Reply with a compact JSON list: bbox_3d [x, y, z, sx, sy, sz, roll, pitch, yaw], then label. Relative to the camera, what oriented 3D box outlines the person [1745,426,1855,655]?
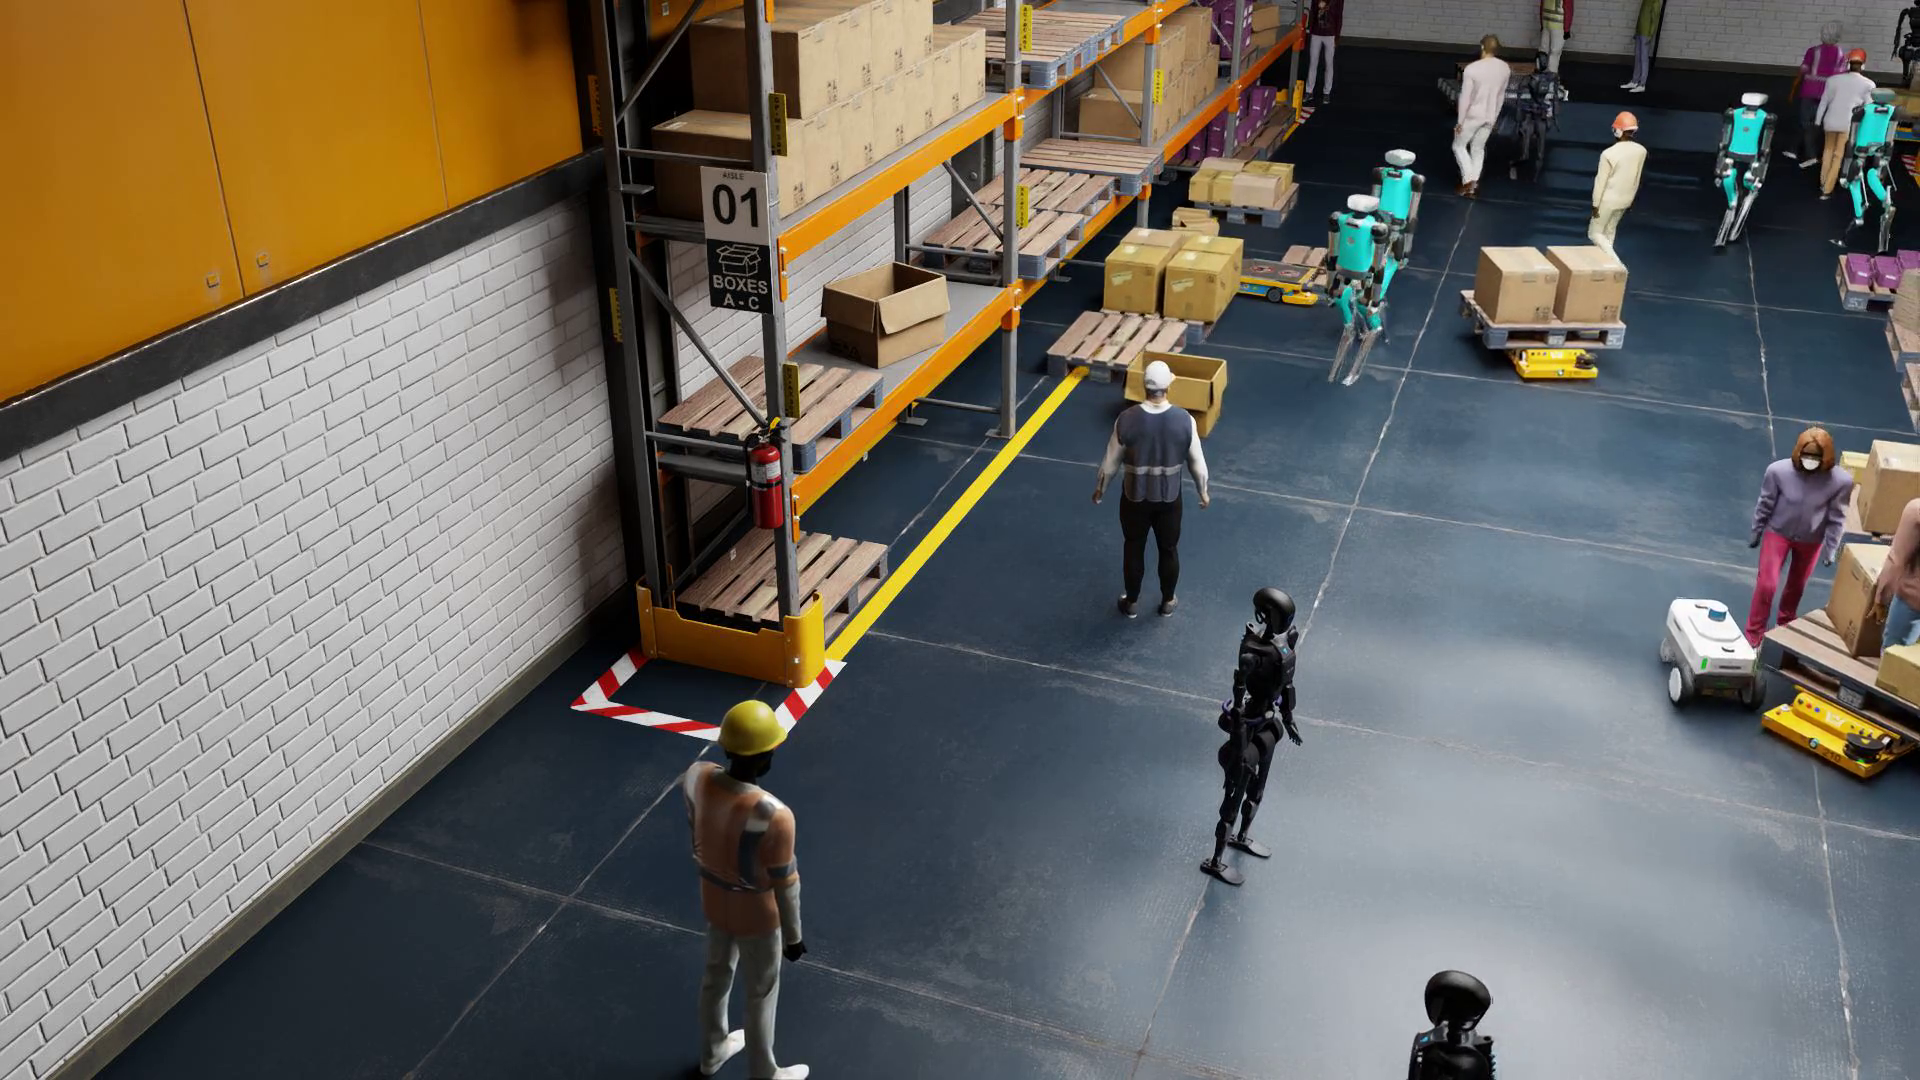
[{"bbox_3d":[5.172,-0.001,10.314,0.502,1.581,0.602,11,29,20],"label":"person"}]

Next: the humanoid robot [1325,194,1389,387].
[{"bbox_3d":[3.461,-2.115,14.307,0.556,1.833,0.738,21,34,35],"label":"humanoid robot"}]

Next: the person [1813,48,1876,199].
[{"bbox_3d":[10.536,-4.968,19.797,0.602,1.716,0.730,22,34,36],"label":"person"}]

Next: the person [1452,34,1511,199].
[{"bbox_3d":[6.123,-4.968,19.610,0.641,1.908,0.456,-9,28,-16],"label":"person"}]

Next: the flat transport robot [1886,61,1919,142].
[{"bbox_3d":[12.857,-5.501,22.421,1.431,0.231,0.659,13,30,24],"label":"flat transport robot"}]

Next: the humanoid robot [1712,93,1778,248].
[{"bbox_3d":[8.418,-3.968,17.856,0.531,1.730,1.007,19,33,32],"label":"humanoid robot"}]

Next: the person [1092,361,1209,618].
[{"bbox_3d":[1.234,-0.310,10.729,0.752,1.754,0.453,1,27,2],"label":"person"}]

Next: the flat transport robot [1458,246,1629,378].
[{"bbox_3d":[5.297,-1.827,15.295,0.659,0.231,1.431,0,27,0],"label":"flat transport robot"}]

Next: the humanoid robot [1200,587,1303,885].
[{"bbox_3d":[1.489,0.963,8.342,0.340,1.650,0.588,20,33,34],"label":"humanoid robot"}]

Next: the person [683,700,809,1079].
[{"bbox_3d":[-0.886,1.518,7.023,0.596,1.913,0.426,19,33,32],"label":"person"}]

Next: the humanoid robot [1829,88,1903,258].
[{"bbox_3d":[9.727,-3.821,17.593,0.531,1.771,0.996,-3,27,-5],"label":"humanoid robot"}]

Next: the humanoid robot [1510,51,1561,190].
[{"bbox_3d":[6.934,-5.087,20.091,0.621,1.641,0.434,-6,28,-11],"label":"humanoid robot"}]

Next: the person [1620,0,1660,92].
[{"bbox_3d":[10.244,-7.558,24.919,0.271,1.632,0.508,-2,27,-3],"label":"person"}]

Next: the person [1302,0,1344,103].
[{"bbox_3d":[5.304,-7.382,24.235,0.498,1.951,0.420,12,30,22],"label":"person"}]

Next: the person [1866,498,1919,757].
[{"bbox_3d":[5.414,0.298,9.312,0.621,1.979,0.402,0,27,0],"label":"person"}]

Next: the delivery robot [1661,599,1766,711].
[{"bbox_3d":[4.567,0.663,10.141,0.499,0.583,0.765,2,27,4],"label":"delivery robot"}]

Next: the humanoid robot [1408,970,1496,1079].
[{"bbox_3d":[1.665,2.190,5.984,0.646,1.633,0.594,8,28,16],"label":"humanoid robot"}]

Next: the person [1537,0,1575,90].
[{"bbox_3d":[8.967,-7.716,25.002,0.429,1.841,0.632,-10,29,-19],"label":"person"}]

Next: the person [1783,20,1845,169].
[{"bbox_3d":[10.801,-5.637,21.012,0.523,1.809,0.925,-3,27,-5],"label":"person"}]

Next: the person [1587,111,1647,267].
[{"bbox_3d":[6.651,-3.449,16.841,0.566,1.731,0.582,-11,29,-20],"label":"person"}]

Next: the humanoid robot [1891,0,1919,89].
[{"bbox_3d":[13.834,-7.134,24.071,0.470,1.636,0.615,-21,34,-35],"label":"humanoid robot"}]

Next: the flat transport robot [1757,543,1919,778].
[{"bbox_3d":[5.496,0.970,9.869,1.431,0.231,0.659,-16,31,-28],"label":"flat transport robot"}]

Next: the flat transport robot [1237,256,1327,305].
[{"bbox_3d":[2.982,-2.658,16.906,1.431,0.231,0.659,13,30,23],"label":"flat transport robot"}]

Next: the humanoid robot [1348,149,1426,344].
[{"bbox_3d":[3.813,-2.638,15.289,0.775,1.793,0.557,-23,35,-37],"label":"humanoid robot"}]
